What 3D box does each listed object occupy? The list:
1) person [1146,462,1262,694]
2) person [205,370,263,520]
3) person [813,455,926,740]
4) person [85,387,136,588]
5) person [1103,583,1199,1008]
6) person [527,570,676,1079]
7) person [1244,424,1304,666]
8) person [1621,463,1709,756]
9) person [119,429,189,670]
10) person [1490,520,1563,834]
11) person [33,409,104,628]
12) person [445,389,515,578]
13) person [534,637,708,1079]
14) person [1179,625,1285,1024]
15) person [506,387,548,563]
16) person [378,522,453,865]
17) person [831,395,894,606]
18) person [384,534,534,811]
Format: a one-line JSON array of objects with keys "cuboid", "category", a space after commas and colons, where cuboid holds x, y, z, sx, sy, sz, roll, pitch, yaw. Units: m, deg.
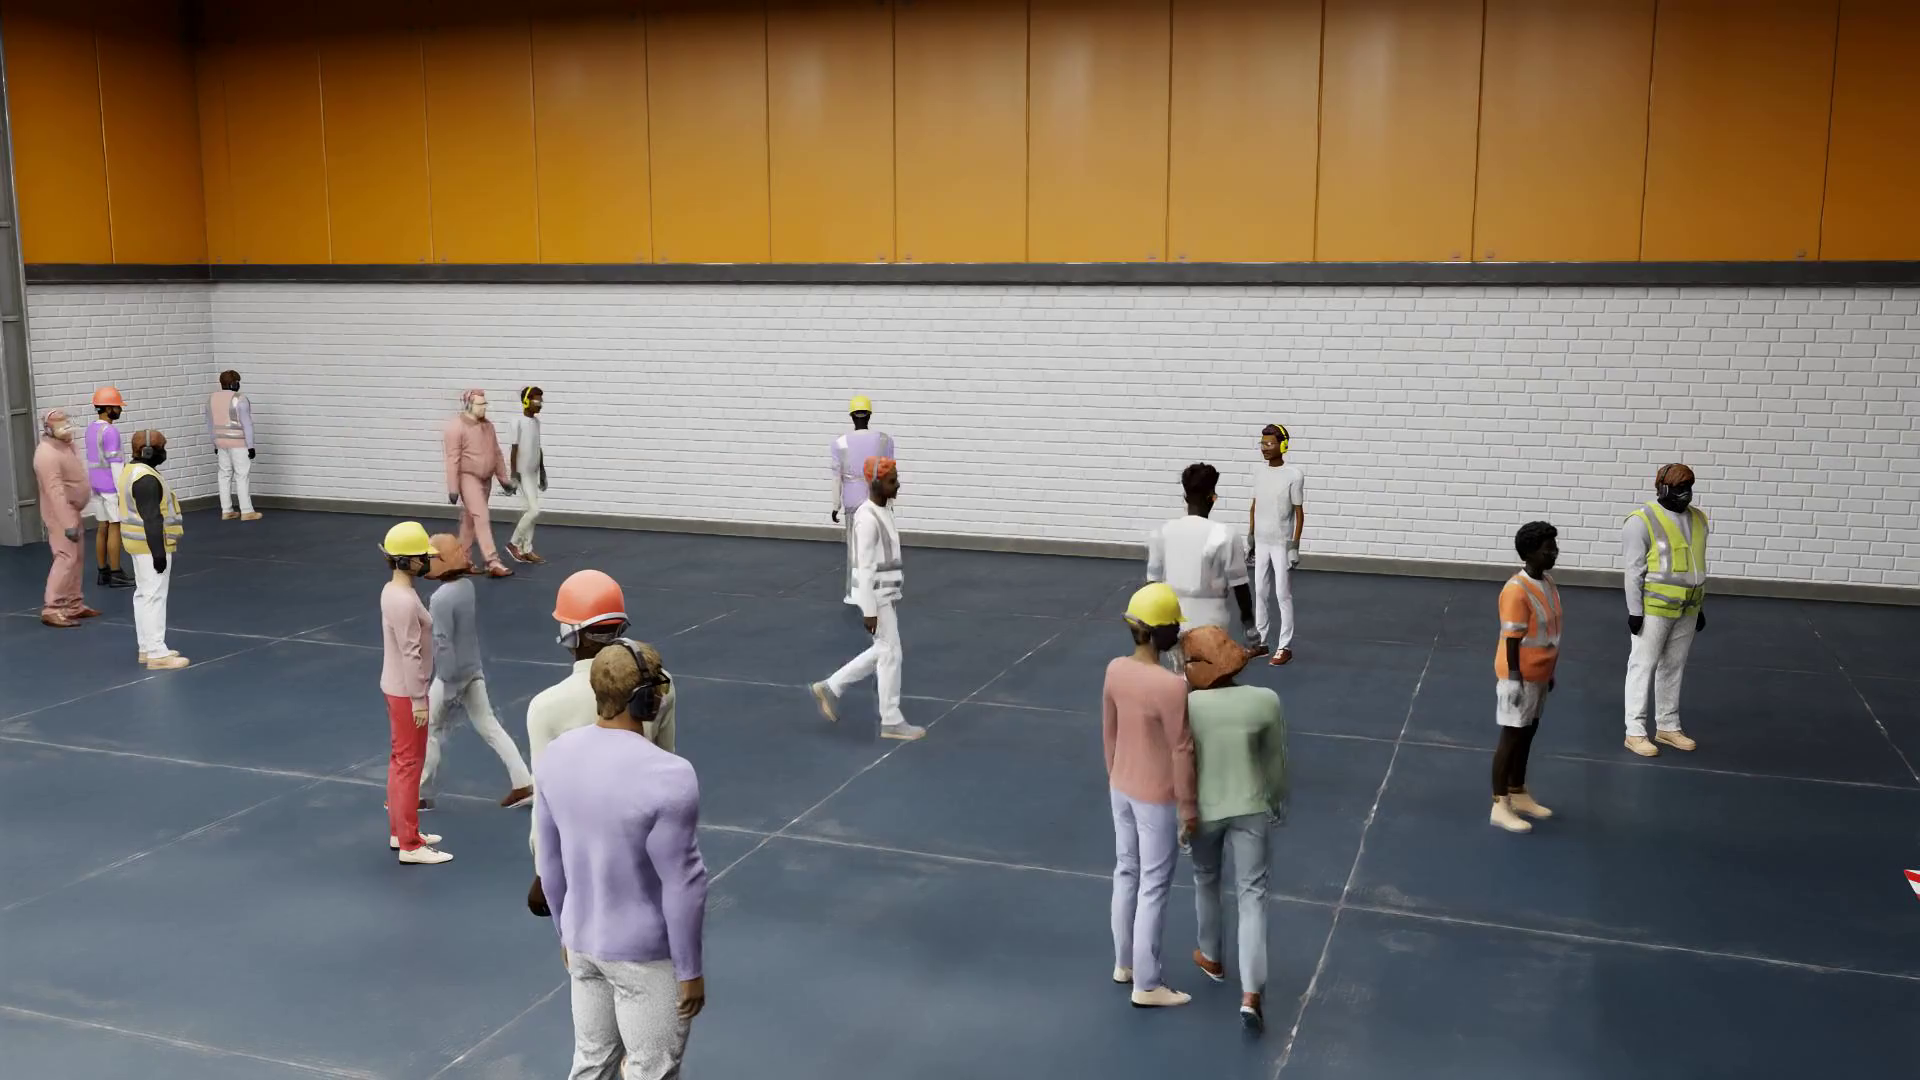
[{"cuboid": [1.434, 0.491, 9.937, 0.623, 1.911, 1.023, 8, 12, 41], "category": "person"}, {"cuboid": [-8.878, -1.155, 20.356, 0.631, 1.843, 0.429, 3, 10, 18], "category": "person"}, {"cuboid": [-0.592, 0.374, 10.794, 0.691, 1.863, 0.587, 1, 9, 7], "category": "person"}, {"cuboid": [-8.180, -0.510, 16.057, 0.551, 1.935, 0.375, 8, 12, 40], "category": "person"}, {"cuboid": [0.797, 1.049, 6.924, 0.311, 1.769, 0.528, -5, 11, -30], "category": "person"}, {"cuboid": [-1.273, 1.092, 5.930, 0.384, 1.996, 0.610, 8, 12, 42], "category": "person"}, {"cuboid": [2.419, 0.033, 12.893, 0.325, 1.871, 0.524, -8, 12, -41], "category": "person"}, {"cuboid": [4.468, 0.432, 10.505, 0.627, 1.844, 0.429, -4, 10, -23], "category": "person"}, {"cuboid": [-6.195, 0.067, 12.778, 0.429, 1.839, 0.633, -6, 11, -35], "category": "person"}, {"cuboid": [3.104, 0.732, 9.095, 0.318, 1.696, 0.537, 7, 12, 38], "category": "person"}, {"cuboid": [-7.729, -0.197, 14.345, 0.443, 1.870, 0.703, -3, 10, -19], "category": "person"}, {"cuboid": [-4.708, -0.555, 16.517, 0.890, 1.868, 0.659, 3, 10, 17], "category": "person"}, {"cuboid": [-1.024, 1.253, 5.113, 0.629, 1.940, 0.376, 6, 11, 33], "category": "person"}, {"cuboid": [1.101, 1.143, 6.850, 0.523, 1.592, 0.808, 0, 9, 1], "category": "person"}, {"cuboid": [-4.472, -0.671, 17.316, 0.375, 1.850, 0.525, 3, 10, 16], "category": "person"}, {"cuboid": [-2.817, 0.781, 8.575, 0.313, 1.767, 0.534, -4, 10, -26], "category": "person"}, {"cuboid": [-0.884, -0.352, 15.138, 0.585, 1.917, 0.390, -2, 9, -10], "category": "person"}, {"cuboid": [-2.796, 0.748, 9.325, 0.860, 1.591, 0.520, 1, 9, 6], "category": "person"}]
